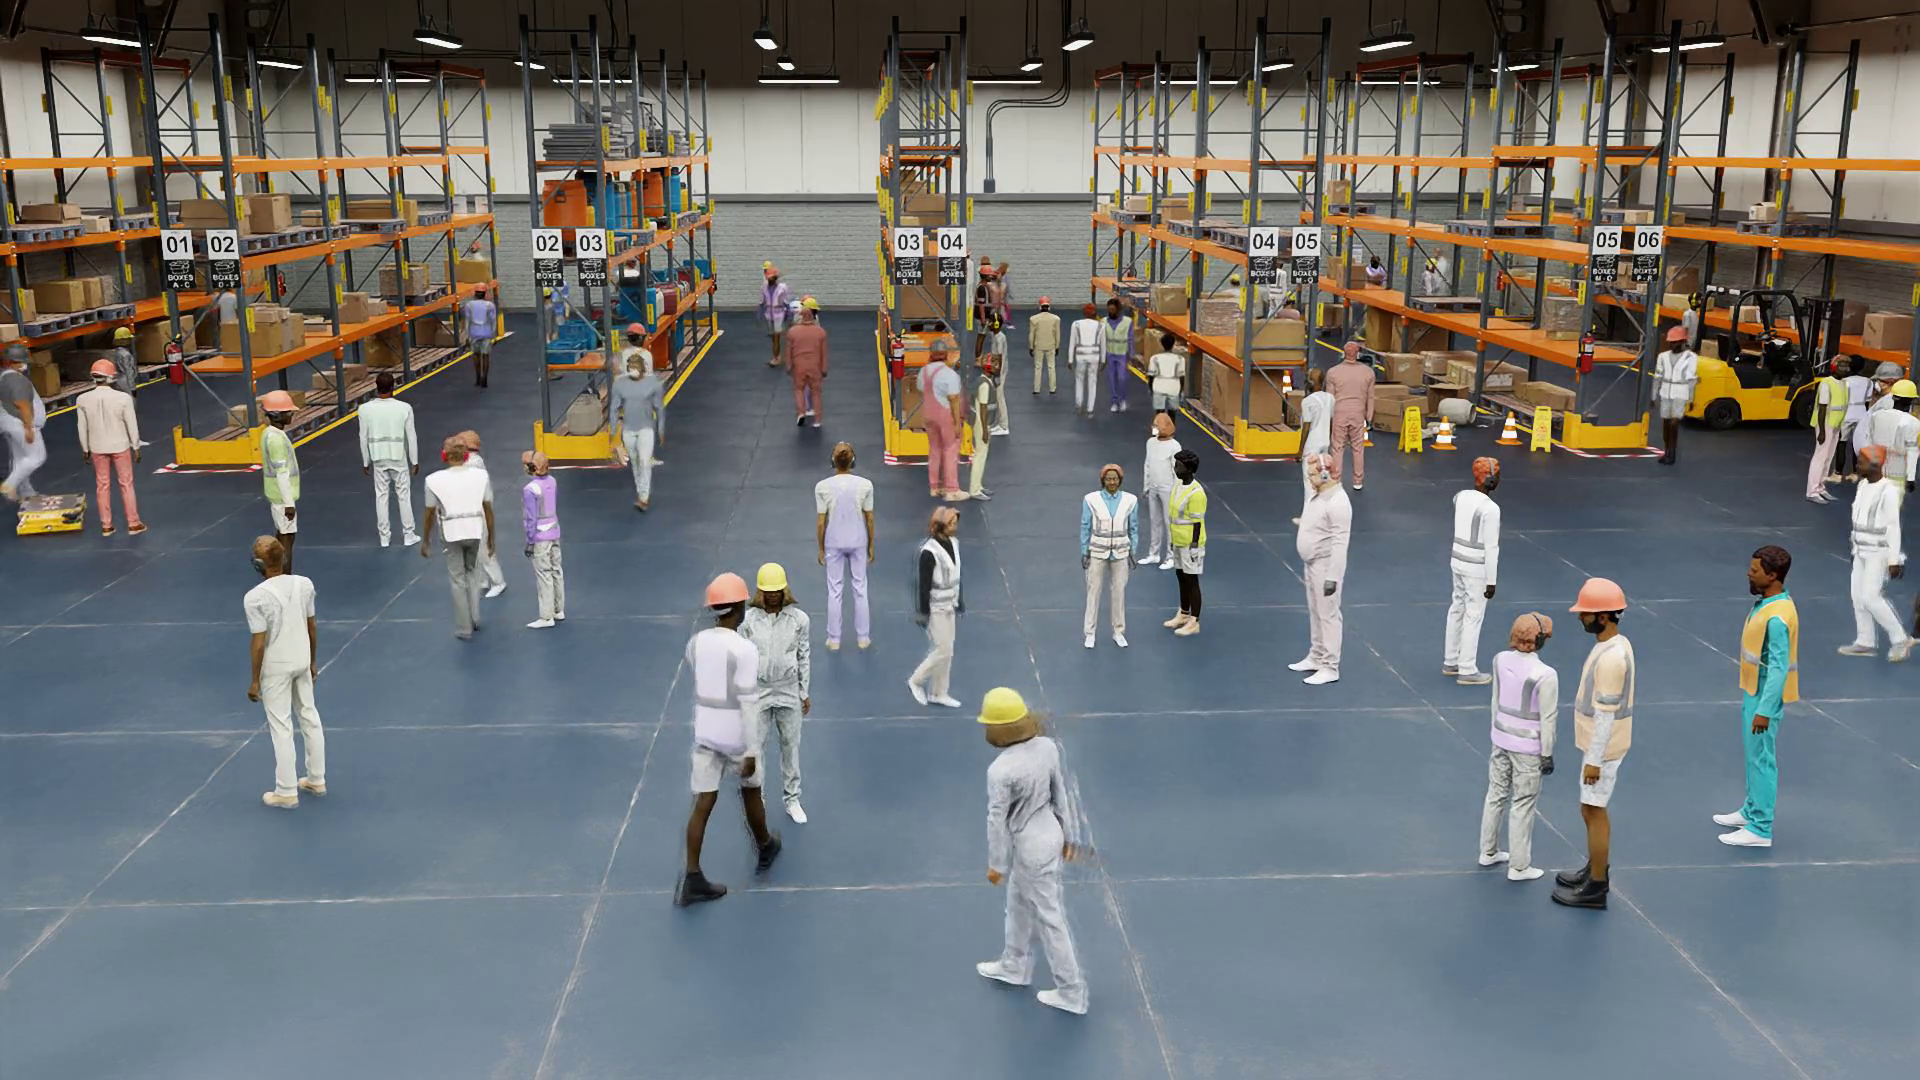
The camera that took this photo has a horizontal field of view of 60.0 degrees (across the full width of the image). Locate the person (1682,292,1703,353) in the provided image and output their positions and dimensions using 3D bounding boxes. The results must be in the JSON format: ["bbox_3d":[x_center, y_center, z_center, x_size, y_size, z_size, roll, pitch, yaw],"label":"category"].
[{"bbox_3d":[12.697,-3.368,28.909,0.316,1.867,0.532,10,16,36],"label":"person"}]

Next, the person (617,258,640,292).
[{"bbox_3d":[-7.757,-5.708,38.951,0.617,1.802,0.756,-1,13,-2],"label":"person"}]

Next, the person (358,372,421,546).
[{"bbox_3d":[-6.257,-0.879,18.252,0.591,1.917,0.379,-1,13,-6],"label":"person"}]

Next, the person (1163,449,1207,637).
[{"bbox_3d":[2.036,0.017,14.951,0.319,1.694,0.533,-4,14,-15],"label":"person"}]

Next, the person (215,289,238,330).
[{"bbox_3d":[-14.242,-4.204,32.525,0.515,1.841,0.829,-1,13,-6],"label":"person"}]

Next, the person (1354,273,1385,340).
[{"bbox_3d":[9.174,-5.143,37.003,0.698,1.591,0.549,4,14,16],"label":"person"}]

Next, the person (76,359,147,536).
[{"bbox_3d":[-9.579,-1.039,18.770,0.616,1.990,0.393,-2,14,-10],"label":"person"}]

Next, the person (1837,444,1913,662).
[{"bbox_3d":[7.866,0.108,14.203,0.523,1.861,0.634,1,13,4],"label":"person"}]

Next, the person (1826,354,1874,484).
[{"bbox_3d":[11.575,-1.567,21.642,0.529,1.697,0.321,-2,13,-8],"label":"person"}]

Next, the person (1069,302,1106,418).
[{"bbox_3d":[2.086,-2.950,27.169,0.597,1.849,0.812,1,13,5],"label":"person"}]

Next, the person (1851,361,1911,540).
[{"bbox_3d":[10.171,-0.978,18.410,0.535,2.000,0.677,9,16,35],"label":"person"}]

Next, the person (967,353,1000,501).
[{"bbox_3d":[0.289,-1.411,20.709,0.408,1.831,0.576,1,13,4],"label":"person"}]

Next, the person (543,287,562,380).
[{"bbox_3d":[-7.756,-3.902,31.405,0.359,1.755,0.553,-3,14,-11],"label":"person"}]

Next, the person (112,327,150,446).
[{"bbox_3d":[-12.218,-2.249,24.435,0.486,1.744,0.294,13,18,43],"label":"person"}]

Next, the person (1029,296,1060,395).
[{"bbox_3d":[1.493,-3.440,29.484,0.563,1.742,0.360,-1,13,-6],"label":"person"}]

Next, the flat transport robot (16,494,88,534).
[{"bbox_3d":[-10.611,-0.328,19.451,0.652,0.197,1.431,-6,15,-24],"label":"flat transport robot"}]

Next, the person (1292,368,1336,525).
[{"bbox_3d":[4.091,-1.071,19.229,0.504,1.844,0.345,-10,16,-36],"label":"person"}]

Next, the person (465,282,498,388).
[{"bbox_3d":[-8.760,-3.767,30.516,0.561,1.903,0.802,-2,13,-9],"label":"person"}]

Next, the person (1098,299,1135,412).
[{"bbox_3d":[2.582,-3.051,27.521,0.617,1.885,0.494,5,14,20],"label":"person"}]

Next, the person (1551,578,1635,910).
[{"bbox_3d":[3.660,1.164,9.597,0.391,1.923,0.548,5,14,20],"label":"person"}]

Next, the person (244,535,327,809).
[{"bbox_3d":[-4.484,0.868,11.023,0.345,1.840,0.504,8,15,30],"label":"person"}]

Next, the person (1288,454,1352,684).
[{"bbox_3d":[2.945,0.231,13.596,0.399,1.900,0.642,-1,13,-5],"label":"person"}]

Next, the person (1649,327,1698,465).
[{"bbox_3d":[9.774,-1.970,22.878,0.604,1.913,0.568,-11,17,-40],"label":"person"}]

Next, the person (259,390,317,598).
[{"bbox_3d":[-6.519,-0.431,16.089,0.373,2.043,0.615,-7,15,-28],"label":"person"}]

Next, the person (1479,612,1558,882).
[{"bbox_3d":[3.346,1.230,9.943,0.314,1.629,0.508,-5,14,-20],"label":"person"}]

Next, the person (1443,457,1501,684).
[{"bbox_3d":[4.196,0.248,13.580,0.350,1.878,0.567,-4,14,-15],"label":"person"}]

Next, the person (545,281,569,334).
[{"bbox_3d":[-8.267,-4.625,33.856,0.614,2.040,0.390,1,13,4],"label":"person"}]

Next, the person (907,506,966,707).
[{"bbox_3d":[-0.141,0.529,12.917,0.364,1.626,0.542,6,15,24],"label":"person"}]

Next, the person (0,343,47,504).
[{"bbox_3d":[-11.462,-1.416,20.264,0.706,2.000,0.598,12,18,42],"label":"person"}]

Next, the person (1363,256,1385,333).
[{"bbox_3d":[9.750,-5.780,39.210,0.620,1.836,0.429,-5,14,-20],"label":"person"}]

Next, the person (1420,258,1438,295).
[{"bbox_3d":[10.791,-5.565,38.298,0.404,1.829,0.588,2,13,6],"label":"person"}]

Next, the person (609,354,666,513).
[{"bbox_3d":[-3.893,-1.273,19.965,0.645,1.888,0.990,1,13,5],"label":"person"}]
